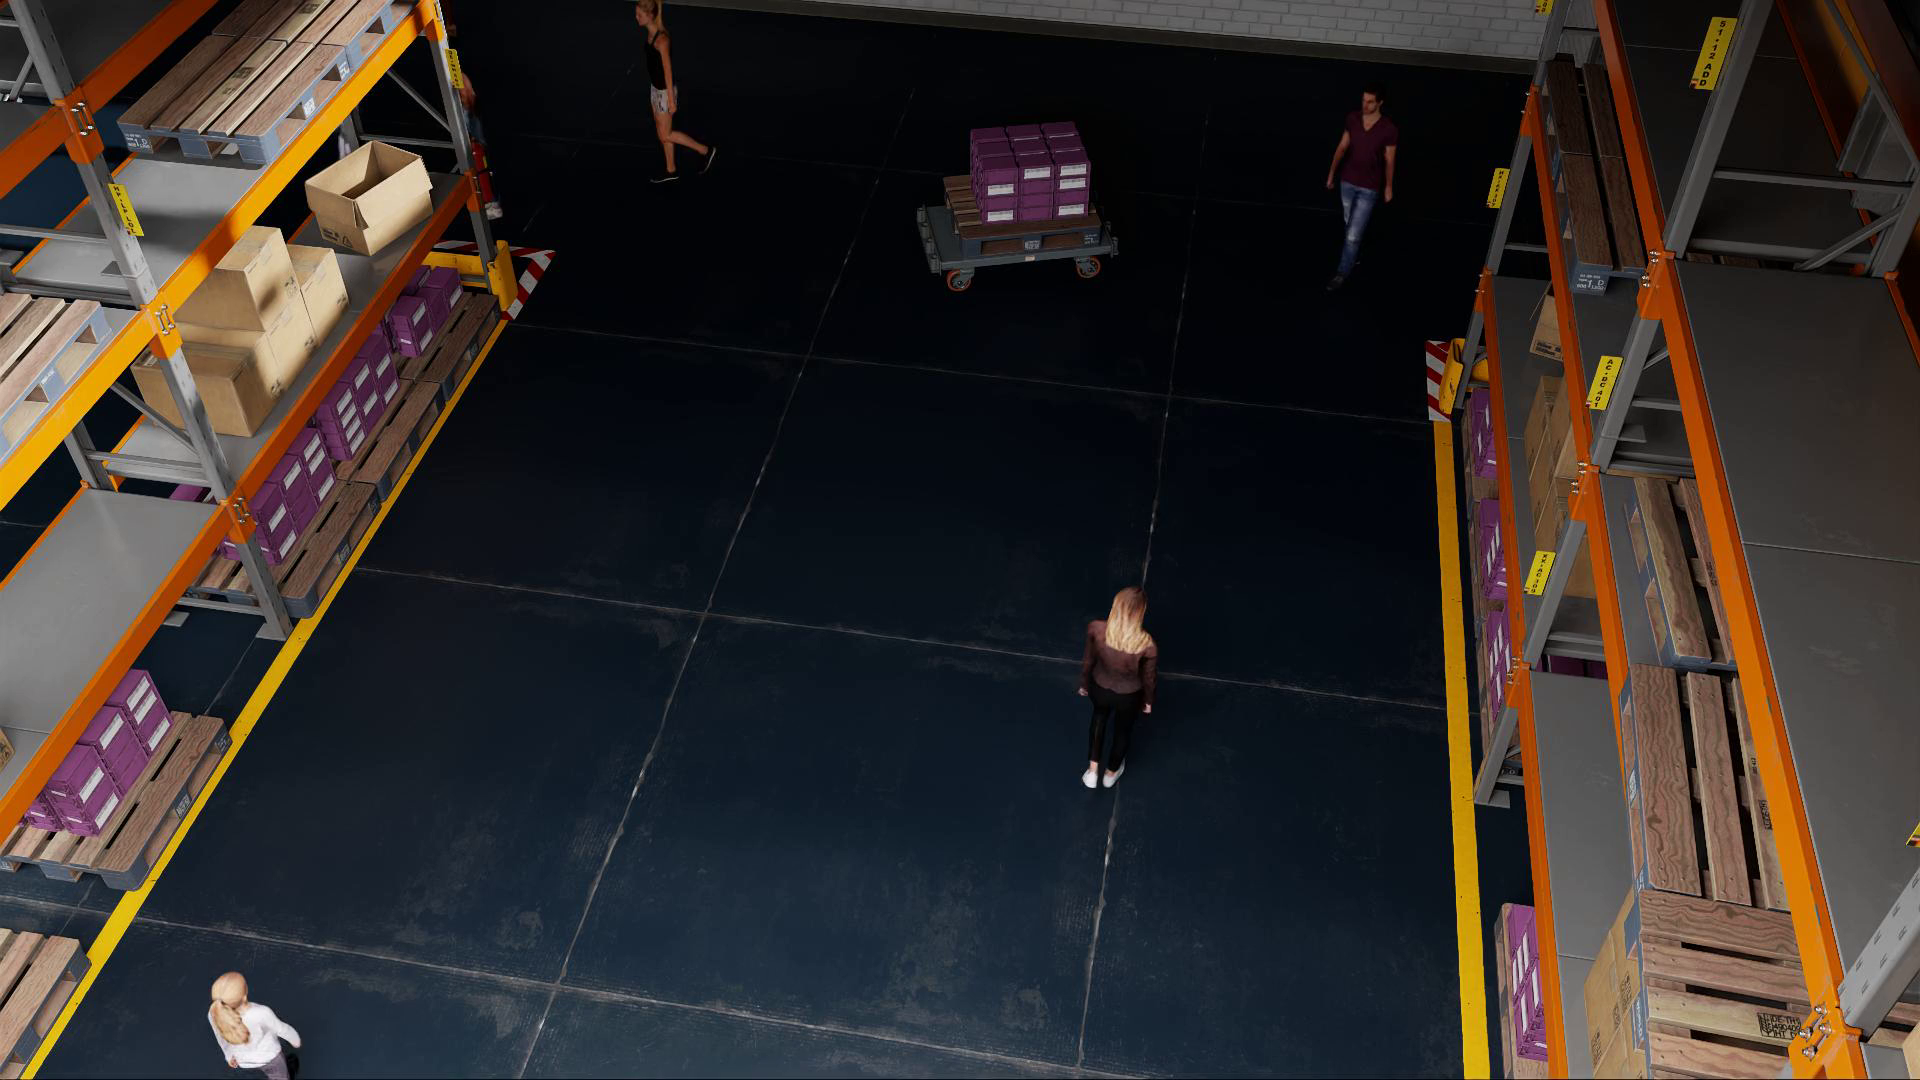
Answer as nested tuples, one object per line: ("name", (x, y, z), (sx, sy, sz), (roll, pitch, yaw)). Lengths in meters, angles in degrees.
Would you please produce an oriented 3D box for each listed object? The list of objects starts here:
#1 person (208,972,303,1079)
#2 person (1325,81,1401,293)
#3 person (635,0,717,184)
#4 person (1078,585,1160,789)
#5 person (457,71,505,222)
("person", (-3.593, 2.663, 8.477), (0.543, 1.265, 0.695), (2, 44, 2))
("person", (3.456, -3.064, 14.081), (1.057, 1.827, 0.969), (-34, 53, -30))
("person", (-2.622, -4.130, 15.197), (0.912, 1.832, 0.917), (-15, 46, -15))
("person", (0.908, 0.964, 9.954), (0.692, 1.688, 0.723), (16, 46, 16))
("person", (-4.261, -3.514, 14.813), (0.734, 1.469, 0.623), (-11, 45, -12))
